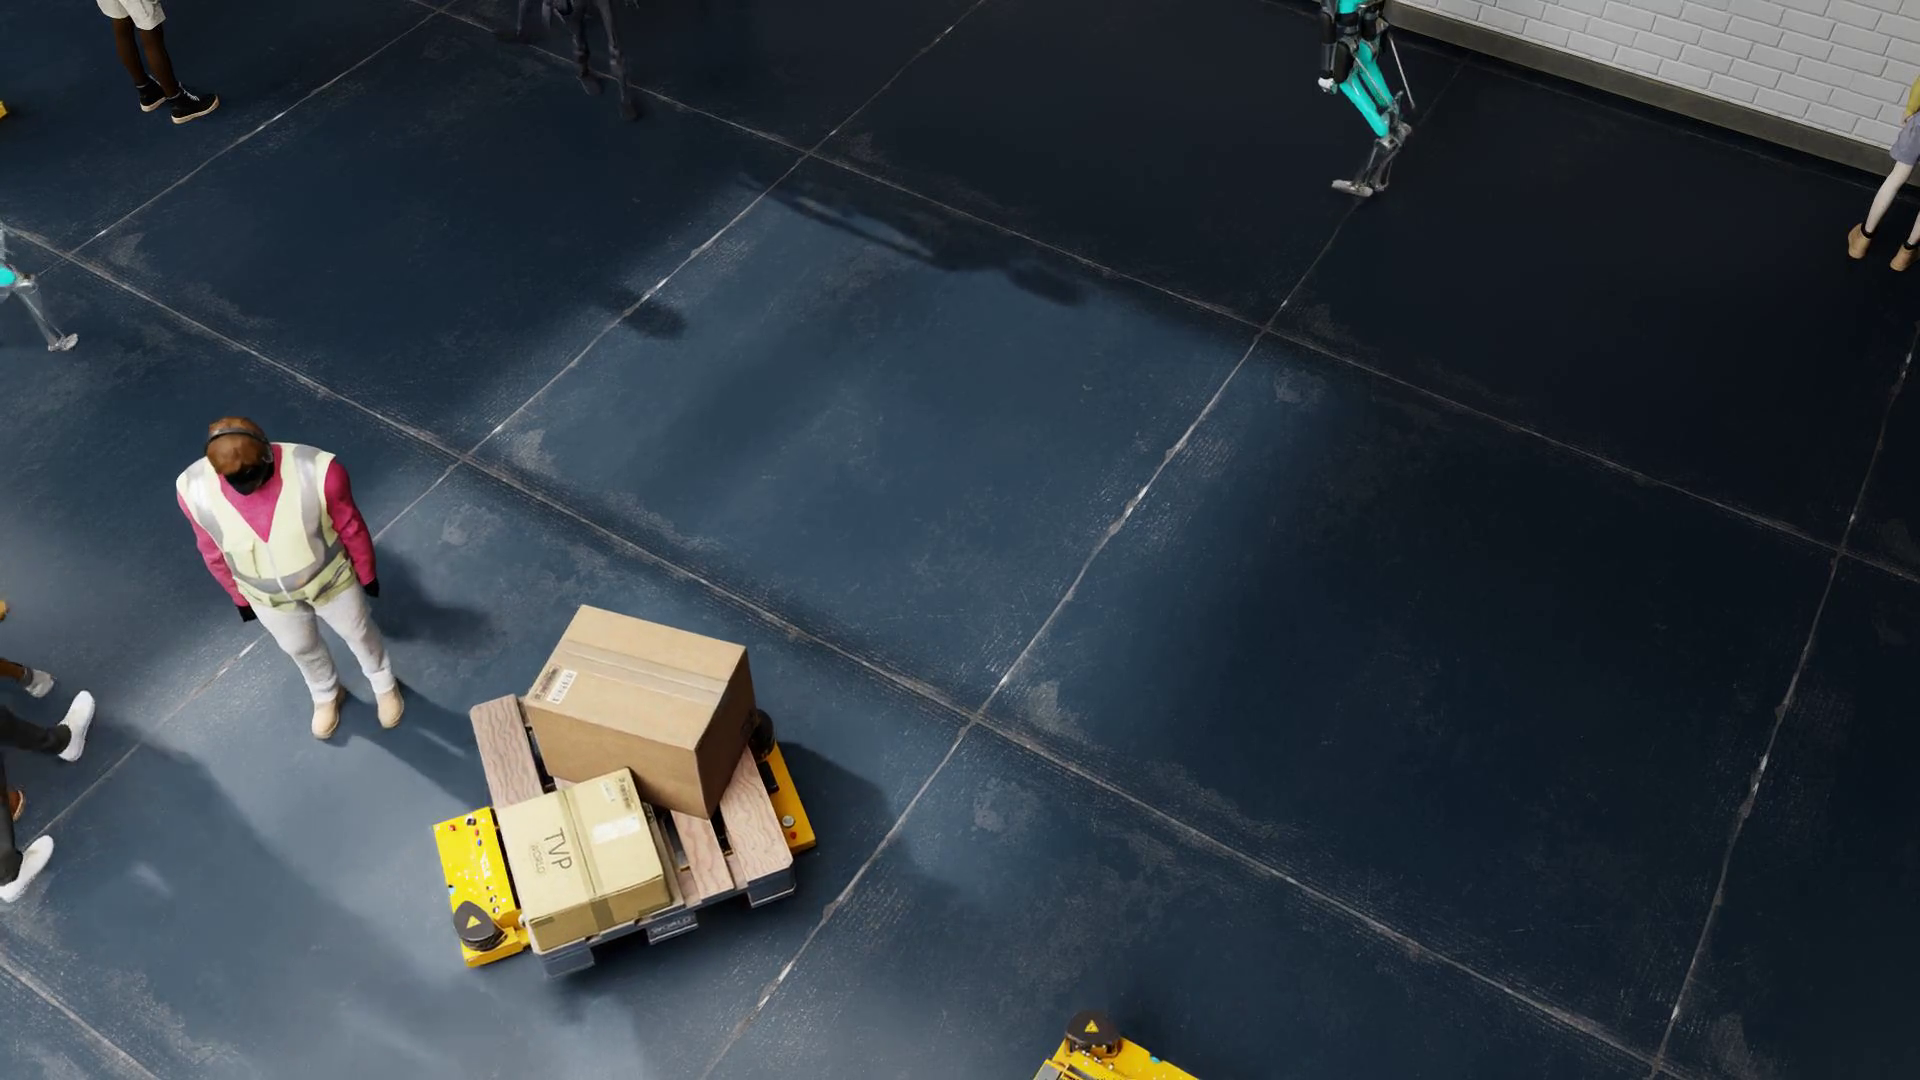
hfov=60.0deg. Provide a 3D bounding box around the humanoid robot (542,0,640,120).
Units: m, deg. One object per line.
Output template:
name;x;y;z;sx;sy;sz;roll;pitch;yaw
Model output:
humanoid robot;-2.189;-3.249;9.735;0.588;1.628;0.708;-21;52;-17

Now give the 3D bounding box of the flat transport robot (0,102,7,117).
flat transport robot;-6.521;-2.369;9.886;0.659;0.231;1.431;28;54;22

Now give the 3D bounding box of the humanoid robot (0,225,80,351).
humanoid robot;-4.955;-1.578;8.239;0.867;1.792;0.564;-15;50;-12

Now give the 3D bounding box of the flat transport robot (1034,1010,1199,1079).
flat transport robot;0.355;2.366;5.747;0.659;0.231;1.431;25;53;20

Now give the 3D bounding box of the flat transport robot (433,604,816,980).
flat transport robot;-1.371;1.184;6.780;1.431;0.231;0.659;-17;51;-15

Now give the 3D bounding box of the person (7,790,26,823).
person;-4.027;0.515;6.230;0.619;1.973;0.464;25;54;21

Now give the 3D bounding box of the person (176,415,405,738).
person;-2.632;0.156;6.649;0.618;1.828;0.431;-9;49;-8

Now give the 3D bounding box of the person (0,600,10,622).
person;-4.652;-0.164;6.894;0.579;1.868;0.749;25;53;20

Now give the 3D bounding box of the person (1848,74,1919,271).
person;5.188;-2.228;8.688;0.476;1.891;0.384;25;53;20

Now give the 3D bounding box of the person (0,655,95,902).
person;-3.766;0.542;6.312;0.506;1.820;0.968;9;49;8

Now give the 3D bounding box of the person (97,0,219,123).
person;-4.872;-3.327;9.598;0.606;1.965;0.366;25;53;20

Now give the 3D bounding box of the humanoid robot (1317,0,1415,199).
humanoid robot;2.272;-2.591;9.124;0.797;1.795;0.544;37;58;28

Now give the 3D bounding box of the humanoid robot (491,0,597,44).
humanoid robot;-2.709;-3.867;10.278;0.734;1.625;0.613;-17;51;-14
